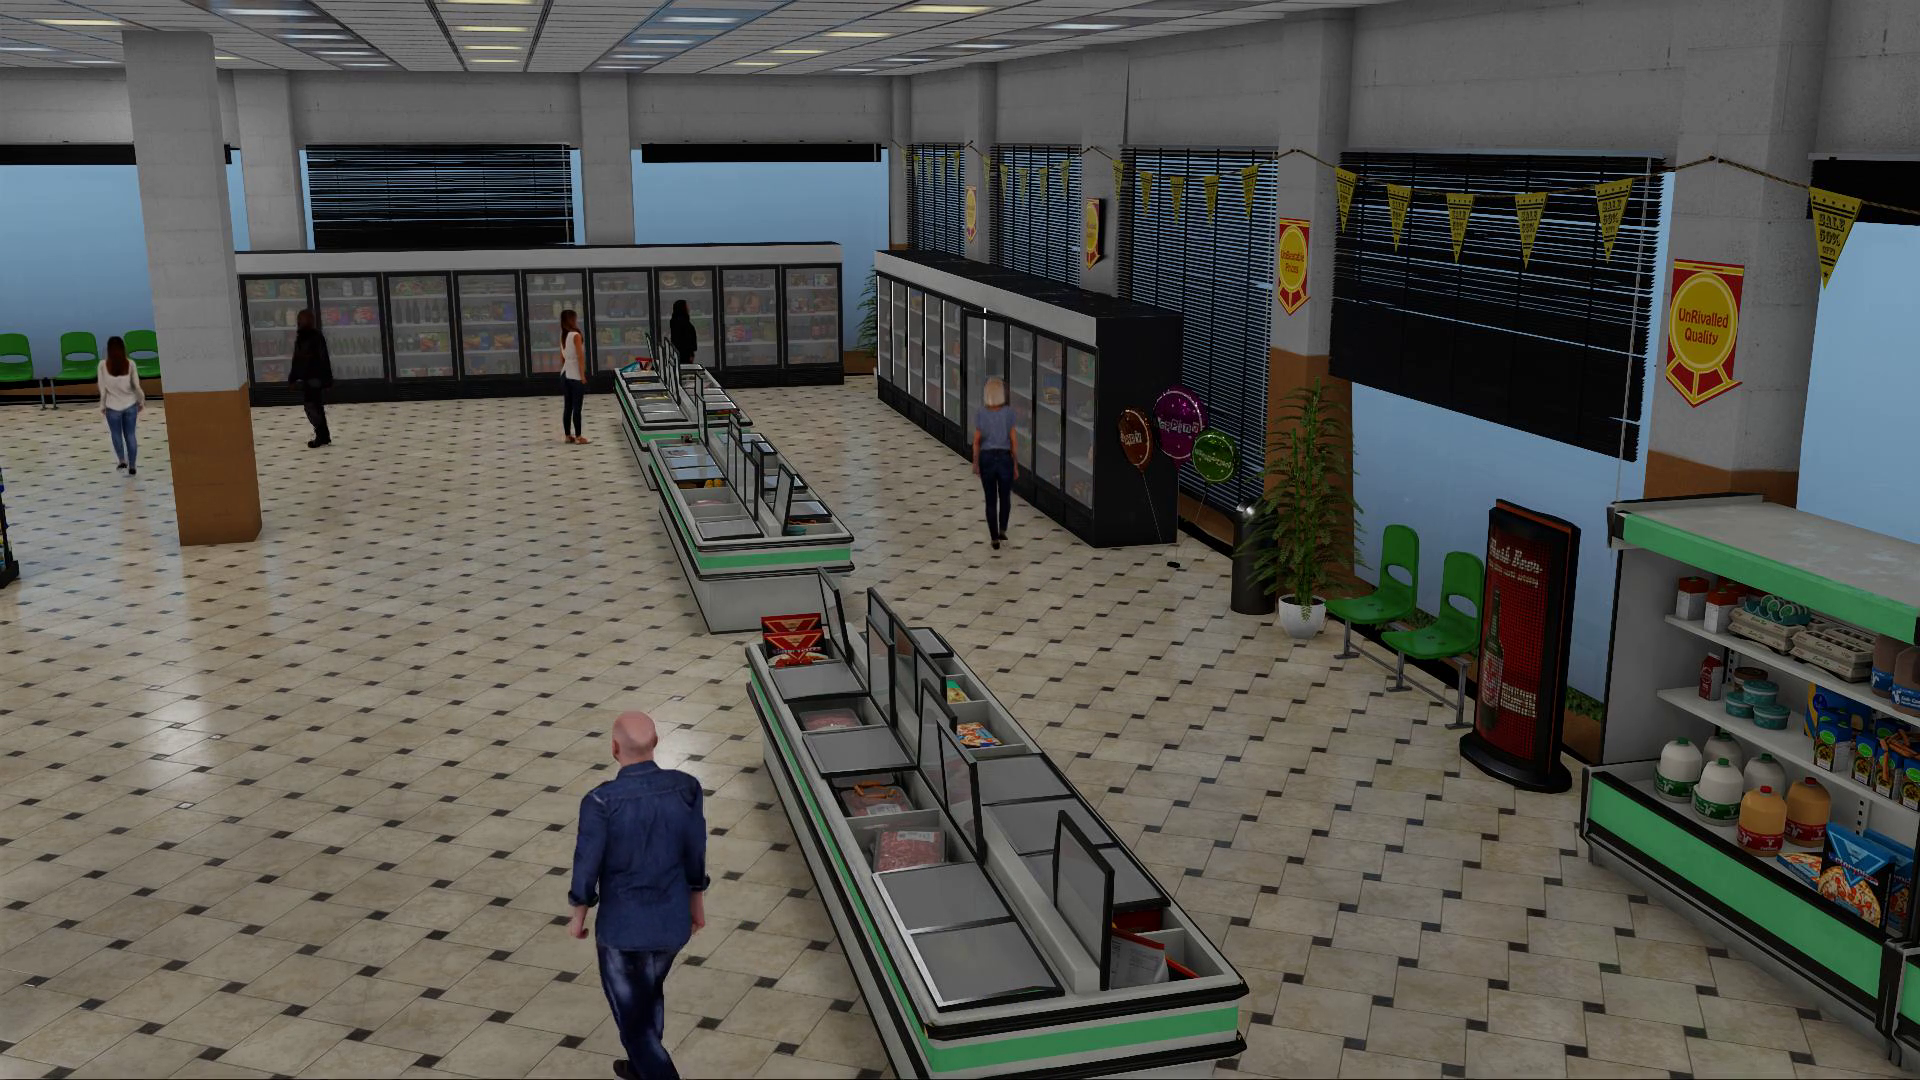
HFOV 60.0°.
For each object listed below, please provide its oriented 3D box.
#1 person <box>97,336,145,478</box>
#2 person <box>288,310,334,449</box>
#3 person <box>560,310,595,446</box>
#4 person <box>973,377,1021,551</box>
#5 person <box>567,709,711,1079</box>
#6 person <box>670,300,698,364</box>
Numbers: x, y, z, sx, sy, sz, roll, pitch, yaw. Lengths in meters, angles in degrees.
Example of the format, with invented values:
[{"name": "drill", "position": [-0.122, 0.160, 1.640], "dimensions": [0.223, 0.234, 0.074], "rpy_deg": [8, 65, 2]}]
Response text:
[{"name": "person", "position": [-10.067, -1.589, 19.981], "dimensions": [0.721, 1.679, 0.735], "rpy_deg": [-7, 15, -28]}, {"name": "person", "position": [-8.471, -2.149, 22.014], "dimensions": [0.853, 1.807, 0.935], "rpy_deg": [11, 17, 38]}, {"name": "person", "position": [-5.169, -2.172, 22.156], "dimensions": [0.629, 1.785, 0.726], "rpy_deg": [12, 18, 40]}, {"name": "person", "position": [0.362, -0.738, 16.401], "dimensions": [0.660, 1.712, 0.638], "rpy_deg": [-1, 14, -3]}, {"name": "person", "position": [-1.228, 1.597, 6.614], "dimensions": [1.057, 1.788, 1.269], "rpy_deg": [-12, 18, -41]}, {"name": "person", "position": [-4.223, -2.840, 25.267], "dimensions": [0.820, 1.617, 0.721], "rpy_deg": [-13, 19, -42]}]
